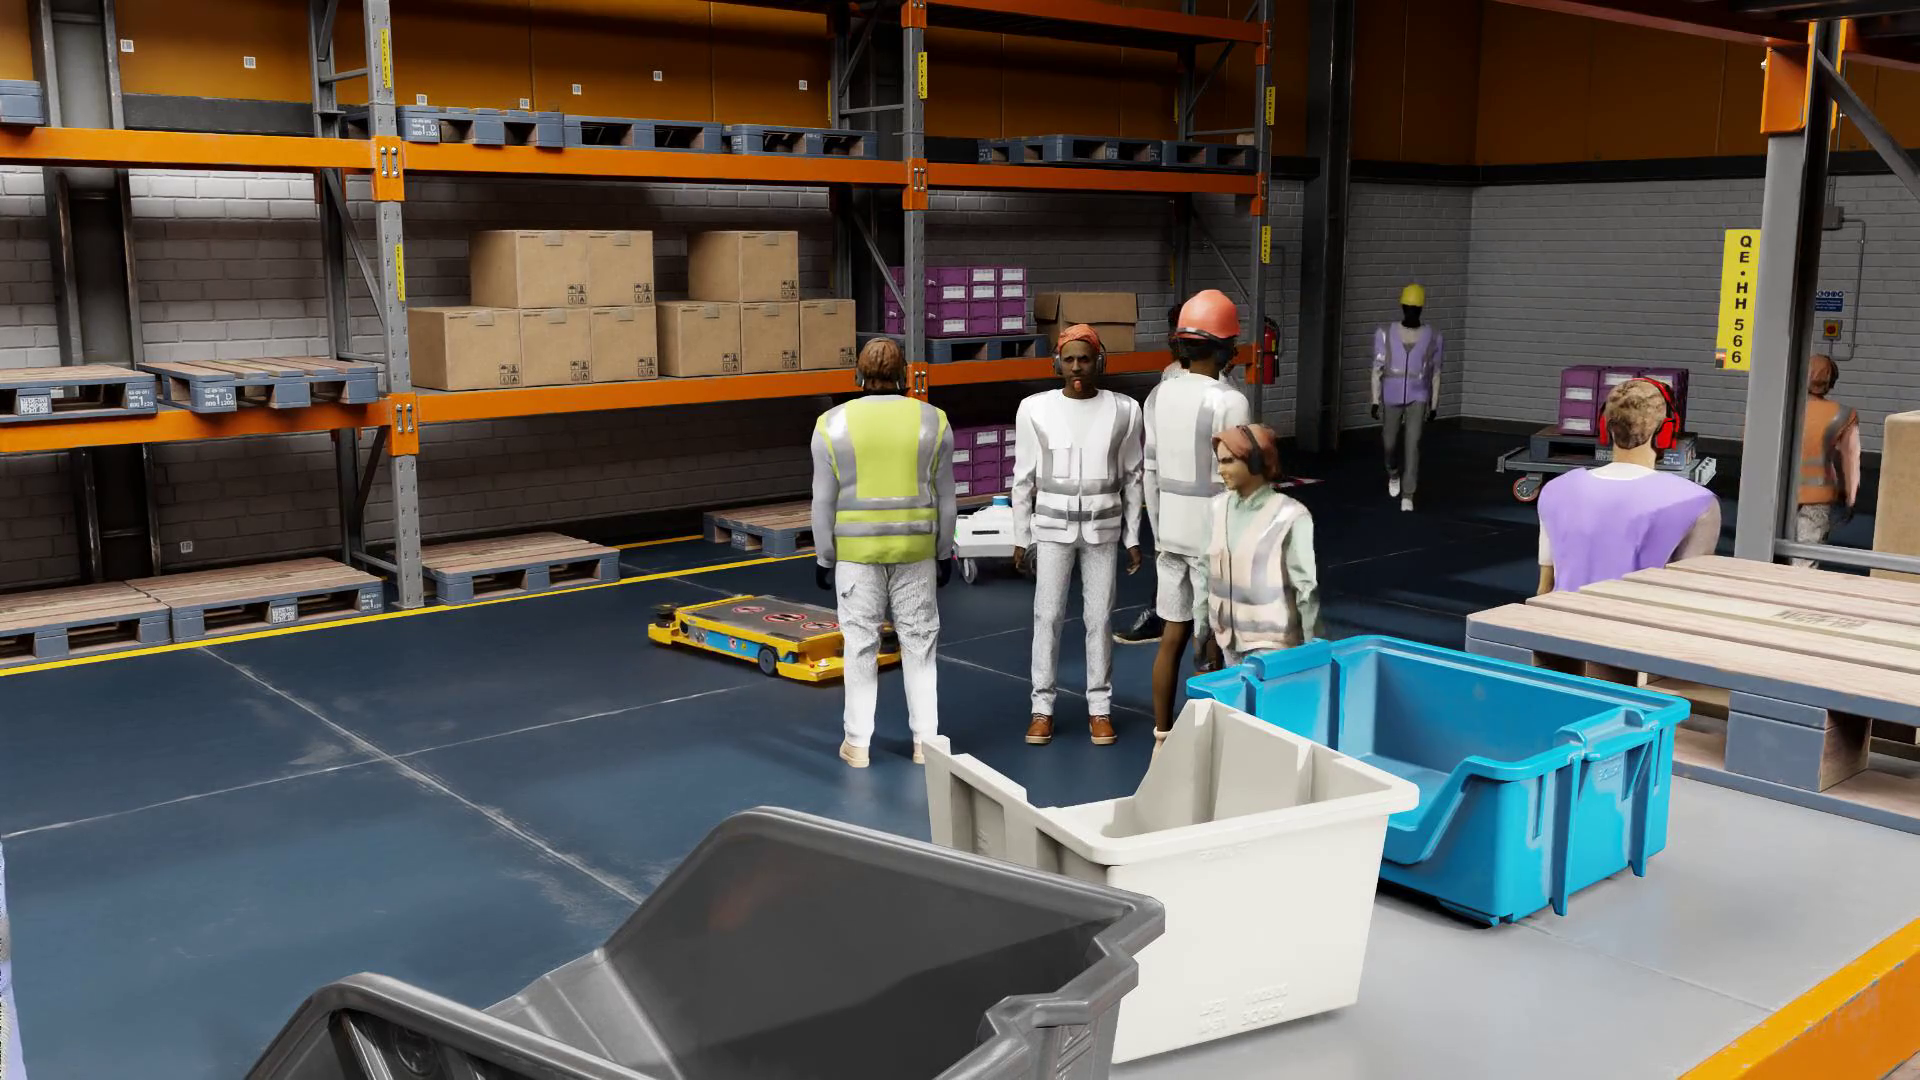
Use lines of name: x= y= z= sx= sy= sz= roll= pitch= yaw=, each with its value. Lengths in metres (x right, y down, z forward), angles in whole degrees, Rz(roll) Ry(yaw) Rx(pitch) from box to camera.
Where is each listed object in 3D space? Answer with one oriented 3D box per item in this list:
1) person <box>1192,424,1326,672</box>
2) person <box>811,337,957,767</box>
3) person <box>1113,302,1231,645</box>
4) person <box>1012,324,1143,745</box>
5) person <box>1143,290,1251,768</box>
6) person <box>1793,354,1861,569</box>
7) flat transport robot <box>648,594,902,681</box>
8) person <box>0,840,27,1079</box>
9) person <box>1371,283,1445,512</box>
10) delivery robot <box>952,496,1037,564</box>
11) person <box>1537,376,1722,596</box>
person: x=1.012 y=0.382 z=6.003 sx=0.870 sy=1.581 sz=0.525 roll=-7 pitch=13 yaw=-36
person: x=-0.325 y=0.059 z=7.118 sx=0.621 sy=1.845 sz=0.429 roll=-1 pitch=10 yaw=-8
person: x=1.330 y=-0.389 z=9.401 sx=0.984 sy=1.931 sz=0.603 roll=-3 pitch=11 yaw=-16
person: x=0.522 y=-0.016 z=7.418 sx=0.584 sy=1.882 sz=0.339 roll=0 pitch=10 yaw=1
person: x=1.007 y=0.003 z=6.854 sx=0.366 sy=2.046 sz=0.614 roll=-6 pitch=12 yaw=-31
person: x=4.703 y=-0.221 z=9.275 sx=0.546 sy=1.619 sz=0.462 roll=7 pitch=12 yaw=33
flat transport robot: x=-1.008 y=0.502 z=9.036 sx=1.431 sy=0.197 sz=0.652 roll=10 pitch=14 yaw=43
person: x=-1.543 y=0.856 z=2.380 sx=0.543 sy=1.939 sz=0.360 roll=9 pitch=13 yaw=40
person: x=3.806 y=-1.231 z=14.167 sx=0.580 sy=1.906 sz=0.814 roll=3 pitch=11 yaw=18
delivery robot: x=0.269 y=-0.052 z=11.082 sx=0.707 sy=0.478 sz=0.477 roll=-1 pitch=10 yaw=-7
person: x=2.002 y=0.426 z=5.095 sx=0.388 sy=1.837 sz=0.565 roll=-8 pitch=13 yaw=-38
